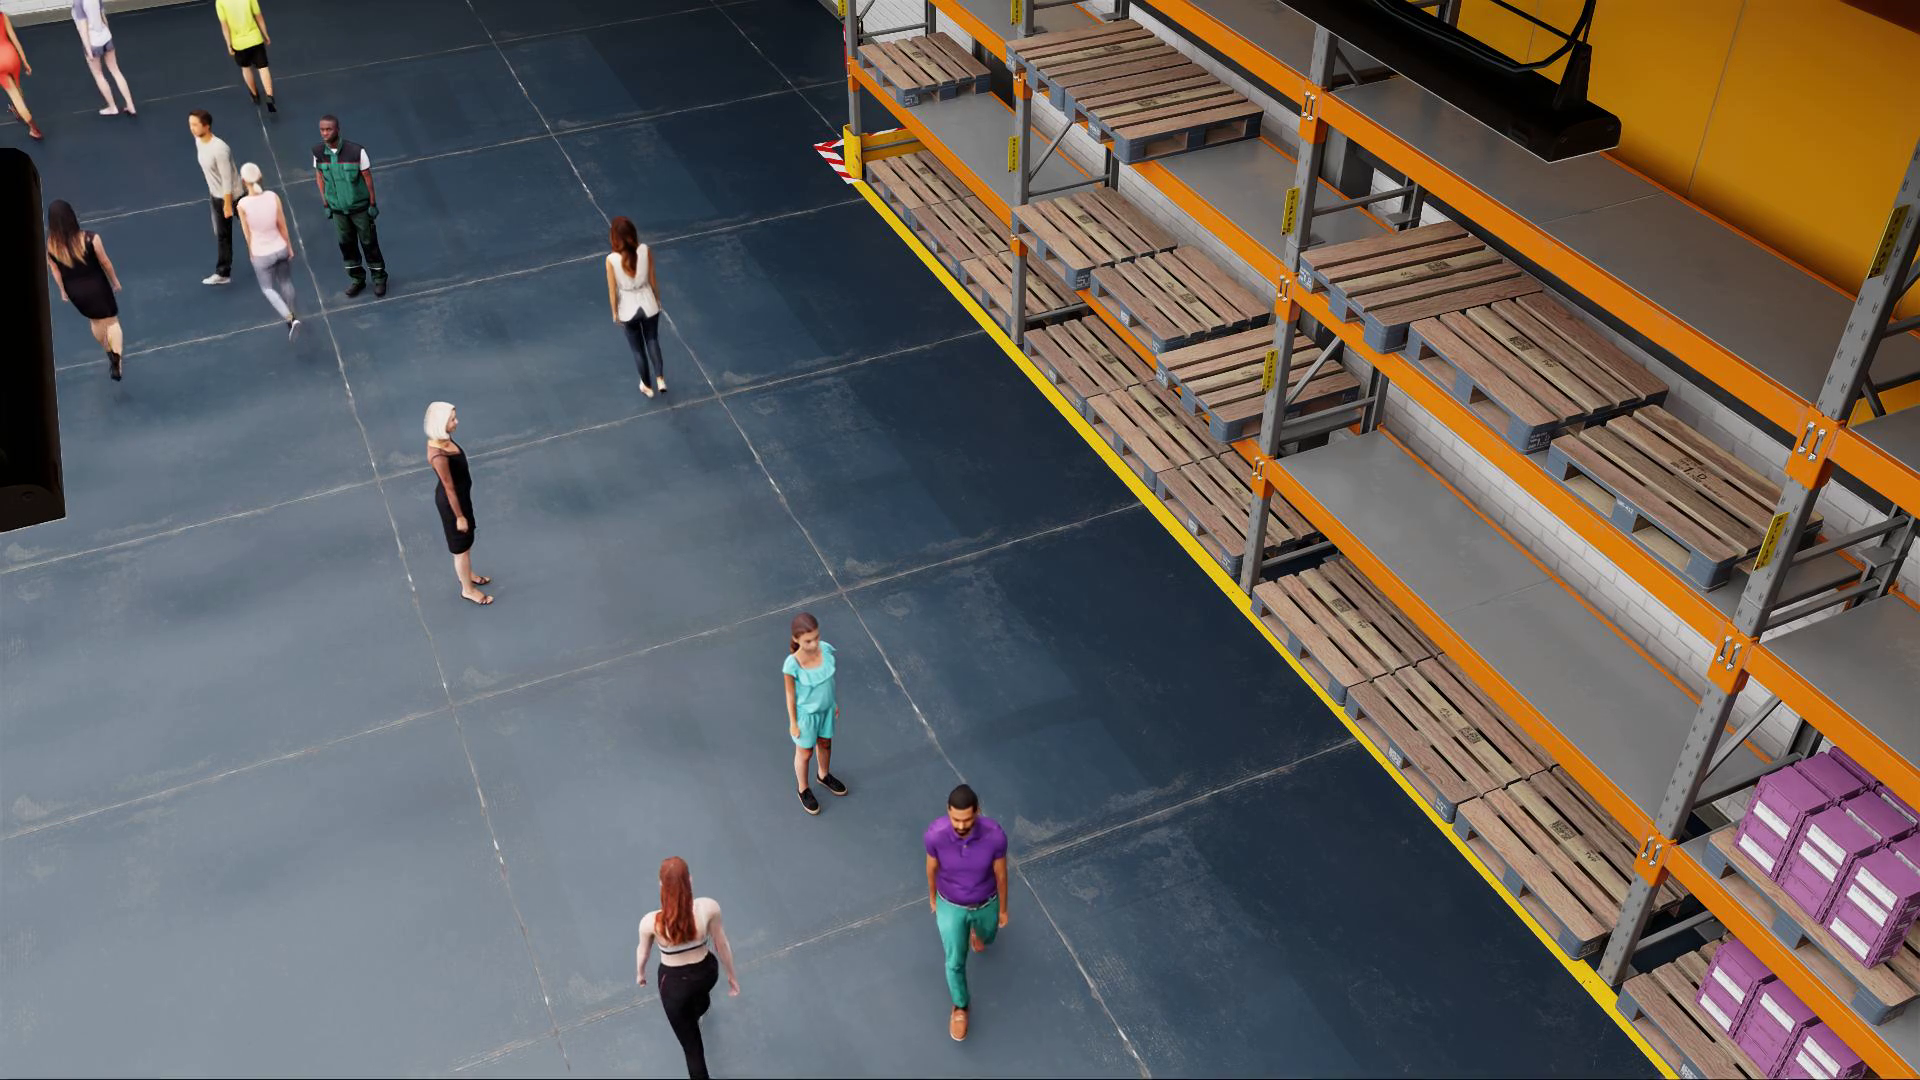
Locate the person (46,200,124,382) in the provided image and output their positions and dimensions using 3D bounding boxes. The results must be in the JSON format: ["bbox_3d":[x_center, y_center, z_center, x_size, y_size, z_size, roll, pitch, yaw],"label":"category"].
[{"bbox_3d":[-7.684,-2.151,14.695,0.708,1.696,0.975,-11,40,-14],"label":"person"}]

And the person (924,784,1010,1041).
[{"bbox_3d":[0.057,1.981,9.484,0.910,1.742,1.169,-1,39,-1],"label":"person"}]

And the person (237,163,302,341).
[{"bbox_3d":[-6.307,-2.612,15.261,0.680,1.710,0.941,-26,46,-29],"label":"person"}]

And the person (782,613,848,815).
[{"bbox_3d":[-0.956,1.089,10.749,0.609,1.558,0.624,-29,47,-31],"label":"person"}]

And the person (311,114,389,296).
[{"bbox_3d":[-5.834,-3.208,15.903,0.773,1.840,0.758,-1,39,-1],"label":"person"}]

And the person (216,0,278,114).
[{"bbox_3d":[-8.236,-5.762,19.226,0.630,1.683,1.033,-16,41,-19],"label":"person"}]

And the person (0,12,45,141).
[{"bbox_3d":[-10.661,-5.283,18.629,1.160,1.680,0.906,29,47,31],"label":"person"}]

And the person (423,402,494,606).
[{"bbox_3d":[-3.743,-0.276,12.309,0.688,1.744,0.502,-9,40,-12],"label":"person"}]

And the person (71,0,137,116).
[{"bbox_3d":[-9.875,-5.704,19.097,0.863,1.755,0.804,15,41,18],"label":"person"}]

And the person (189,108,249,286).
[{"bbox_3d":[-7.026,-3.377,16.166,1.183,1.776,1.091,25,45,28],"label":"person"}]

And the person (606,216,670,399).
[{"bbox_3d":[-2.748,-1.948,14.378,0.600,1.775,0.683,-18,42,-21],"label":"person"}]

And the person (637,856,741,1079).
[{"bbox_3d":[-1.430,2.456,8.924,0.762,1.699,1.221,-13,41,-16],"label":"person"}]
